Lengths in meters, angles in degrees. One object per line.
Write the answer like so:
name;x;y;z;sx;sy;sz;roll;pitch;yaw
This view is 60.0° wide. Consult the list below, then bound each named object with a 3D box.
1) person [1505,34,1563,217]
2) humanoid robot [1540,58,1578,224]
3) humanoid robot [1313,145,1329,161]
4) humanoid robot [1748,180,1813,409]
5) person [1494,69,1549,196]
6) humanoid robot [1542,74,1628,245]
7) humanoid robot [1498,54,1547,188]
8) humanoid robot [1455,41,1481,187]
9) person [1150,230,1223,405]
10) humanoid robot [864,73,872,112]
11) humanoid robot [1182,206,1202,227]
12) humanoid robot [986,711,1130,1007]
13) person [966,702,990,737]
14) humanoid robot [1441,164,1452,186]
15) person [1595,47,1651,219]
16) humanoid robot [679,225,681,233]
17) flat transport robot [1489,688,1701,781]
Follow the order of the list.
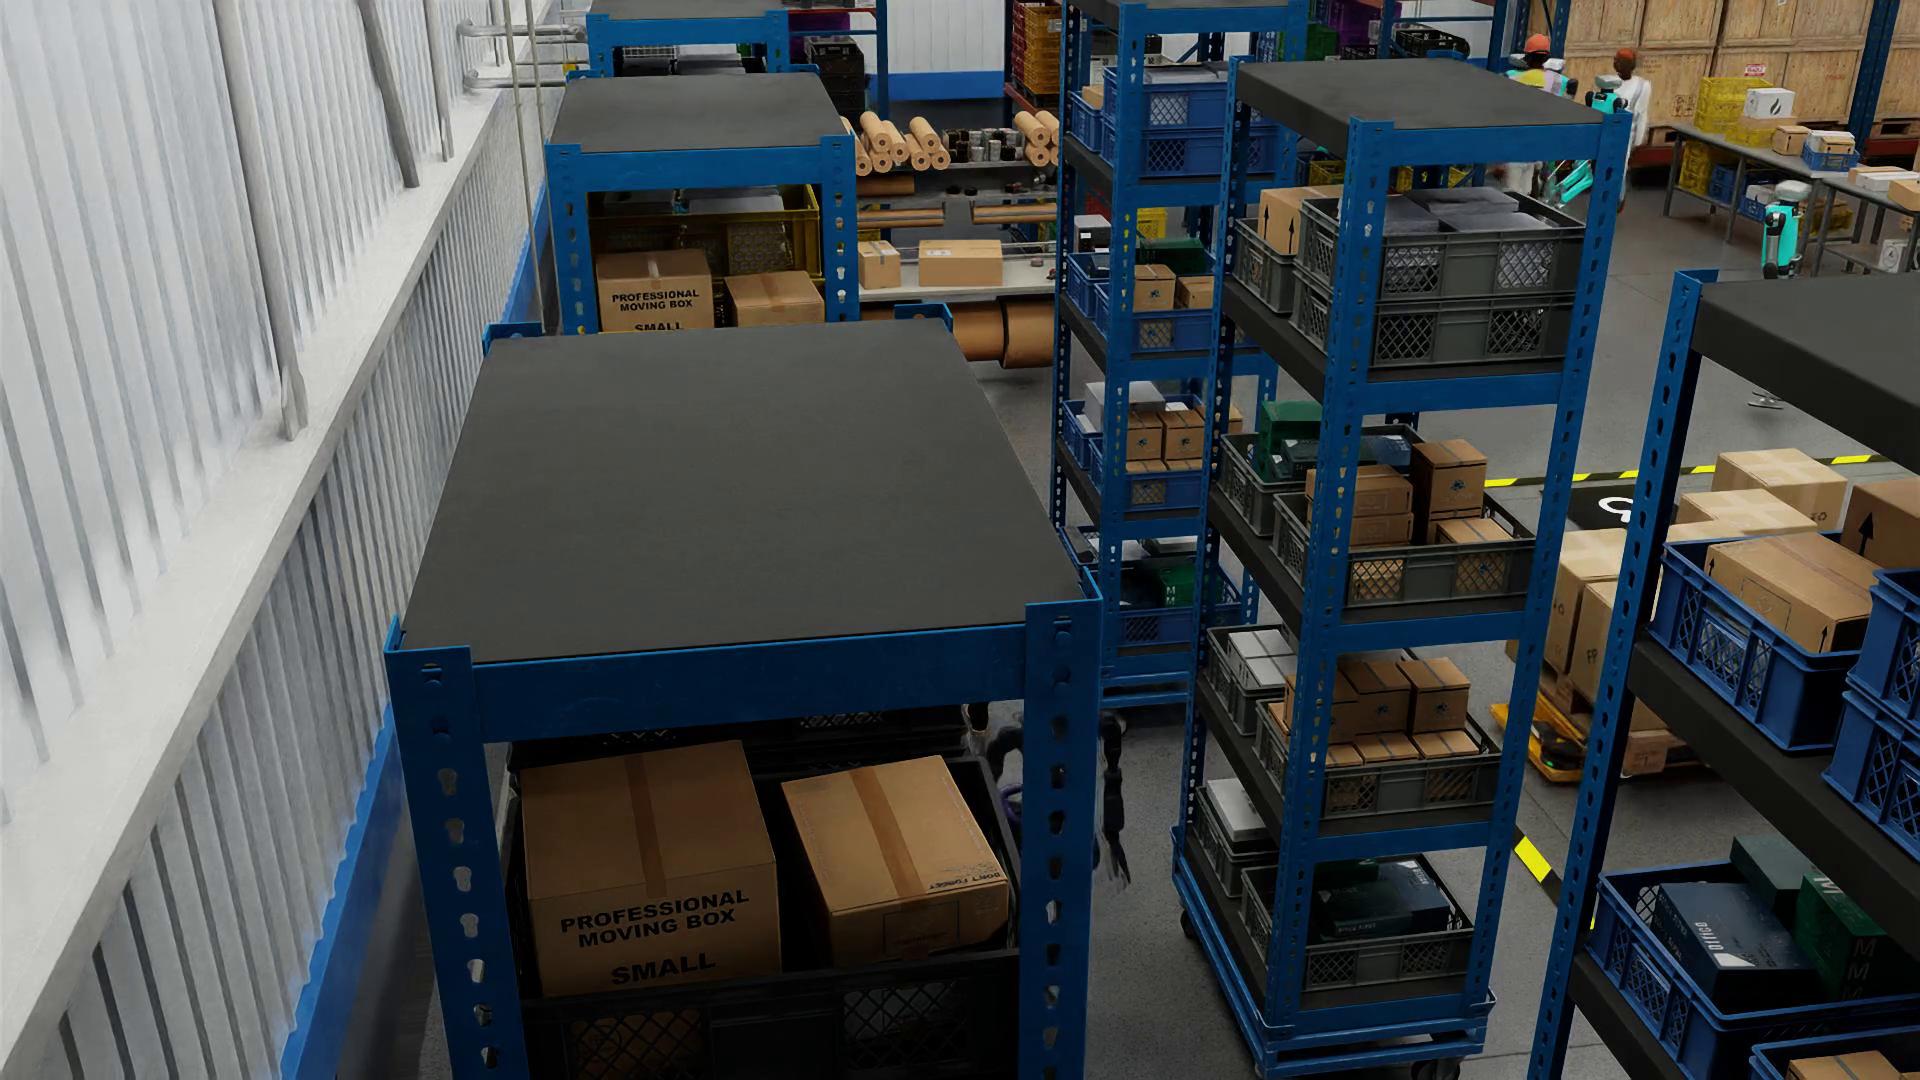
person;5.894;-4.218;17.348;0.611;2.043;0.372;-5;25;-10
humanoid robot;6.260;-4.302;17.819;0.533;1.728;0.699;10;26;20
humanoid robot;4.269;-4.687;18.620;0.755;1.695;0.532;18;30;34
humanoid robot;6.196;-1.772;12.235;0.735;1.676;0.533;17;30;32
person;5.636;-3.815;16.745;0.617;1.799;0.454;-15;29;-30
humanoid robot;6.148;-3.759;16.594;0.735;1.689;0.530;-8;26;-18
humanoid robot;6.027;-4.222;17.759;0.539;1.809;0.784;-10;26;-20
humanoid robot;5.762;-4.953;19.364;0.599;1.655;0.315;9;26;19
person;1.470;-1.109;10.817;0.596;1.850;0.395;-3;25;-6
humanoid robot;-0.930;-4.175;17.649;0.929;1.775;0.543;23;33;40
humanoid robot;2.543;-4.192;17.727;0.592;1.629;0.513;1;25;1
humanoid robot;0.335;1.117;6.196;0.599;1.644;0.357;-8;26;-17
person;-0.059;0.089;8.078;0.603;1.964;0.368;-6;25;-13
humanoid robot;5.203;-4.276;17.905;0.584;1.653;0.332;-16;29;-30
person;6.975;-4.283;17.690;0.592;1.866;0.523;17;30;33
humanoid robot;-2.891;-3.526;16.280;0.589;1.651;0.360;3;25;7
flat transport robot;3.470;0.897;8.316;1.431;0.197;0.652;-4;25;-9
